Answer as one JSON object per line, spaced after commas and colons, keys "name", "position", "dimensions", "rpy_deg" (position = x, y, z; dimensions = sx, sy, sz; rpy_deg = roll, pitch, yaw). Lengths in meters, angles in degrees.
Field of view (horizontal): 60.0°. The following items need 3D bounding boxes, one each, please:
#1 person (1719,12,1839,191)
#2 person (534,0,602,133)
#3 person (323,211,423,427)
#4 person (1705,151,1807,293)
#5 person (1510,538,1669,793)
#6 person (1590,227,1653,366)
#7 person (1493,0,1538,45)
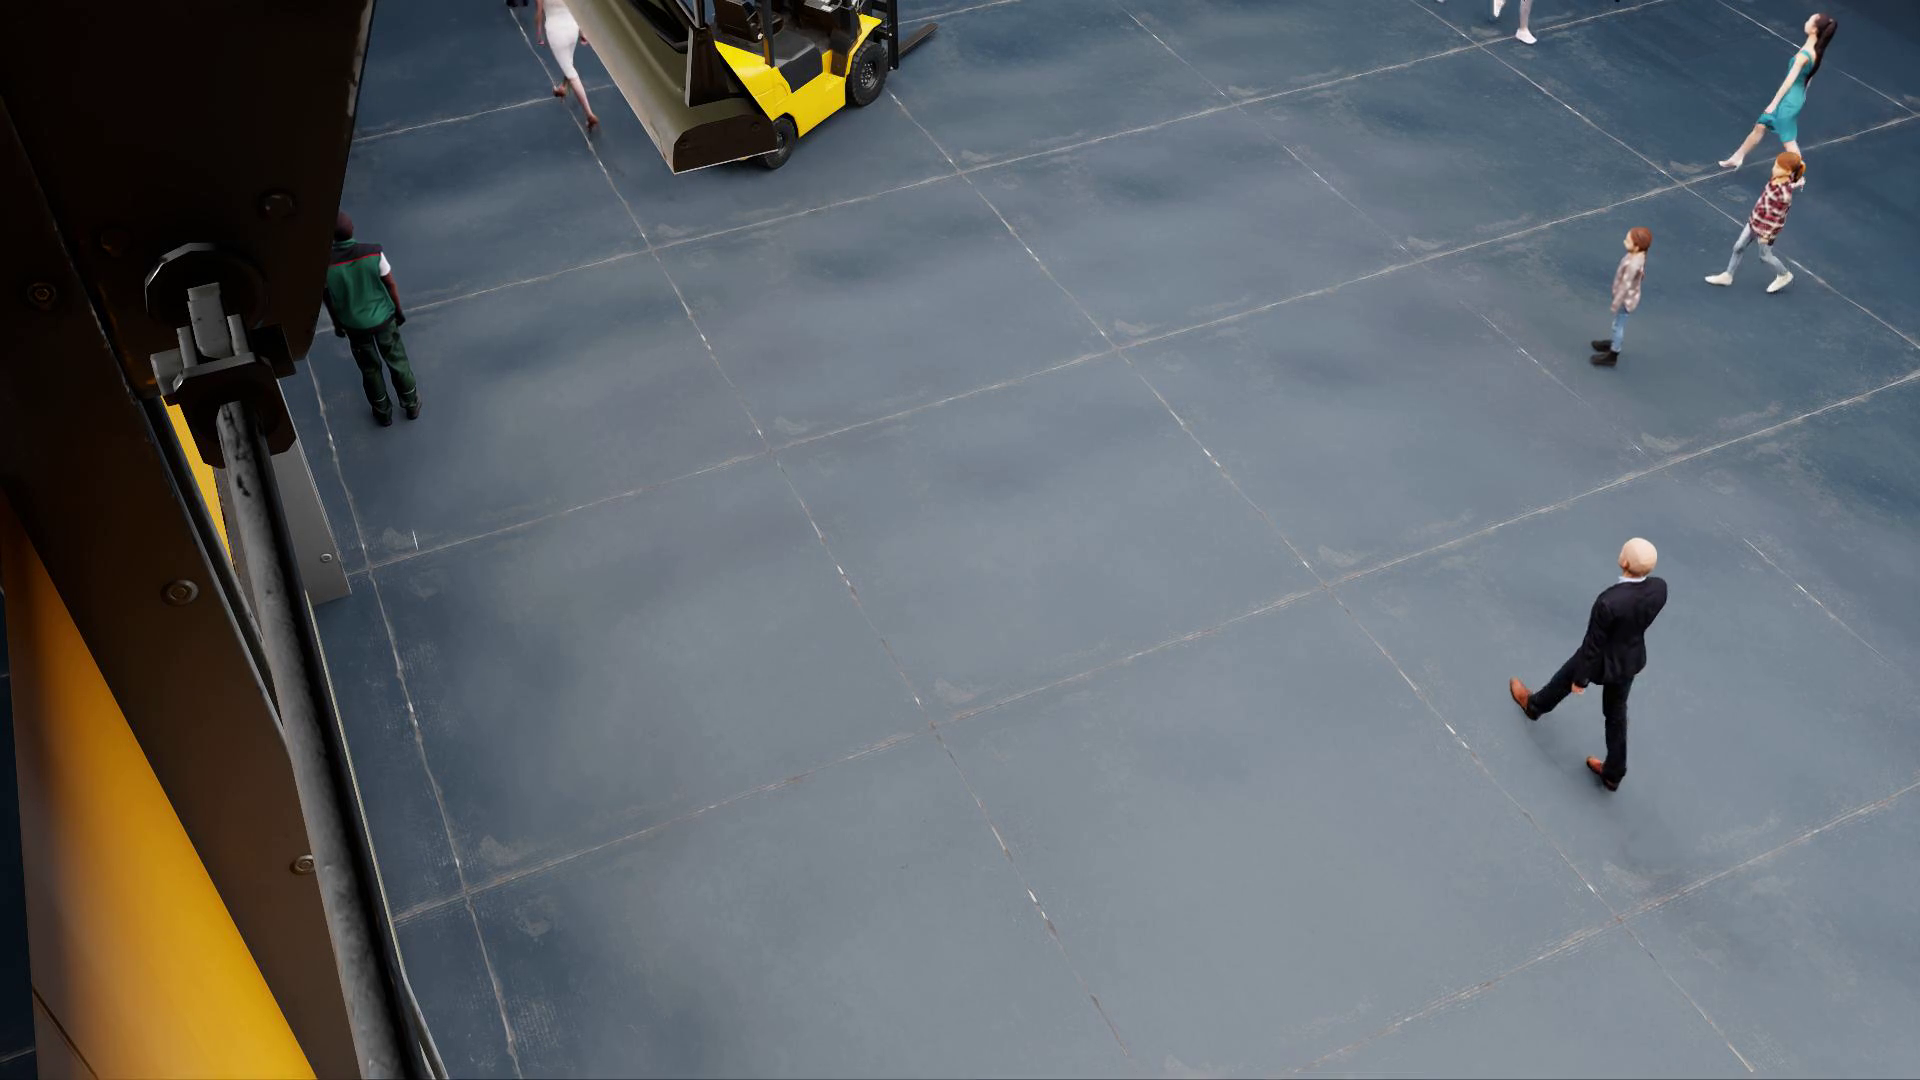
{"name": "person", "position": [7.425, -3.829, 14.750], "dimensions": [1.087, 1.640, 0.848], "rpy_deg": [31, 52, 29]}
{"name": "person", "position": [-3.655, -4.600, 15.487], "dimensions": [0.754, 1.740, 1.144], "rpy_deg": [-29, 51, -27]}
{"name": "person", "position": [-4.376, -1.635, 12.303], "dimensions": [0.688, 1.839, 0.611], "rpy_deg": [-15, 46, -15]}
{"name": "person", "position": [6.723, -2.609, 13.724], "dimensions": [0.842, 1.289, 0.911], "rpy_deg": [1, 44, 1]}
{"name": "person", "position": [3.882, 0.769, 9.841], "dimensions": [0.764, 1.754, 1.194], "rpy_deg": [-15, 46, -15]}
{"name": "person", "position": [5.238, -1.929, 13.081], "dimensions": [0.604, 1.192, 0.543], "rpy_deg": [15, 46, 15]}
{"name": "person", "position": [5.794, -5.913, 16.971], "dimensions": [0.683, 1.594, 0.967], "rpy_deg": [-28, 50, -26]}
